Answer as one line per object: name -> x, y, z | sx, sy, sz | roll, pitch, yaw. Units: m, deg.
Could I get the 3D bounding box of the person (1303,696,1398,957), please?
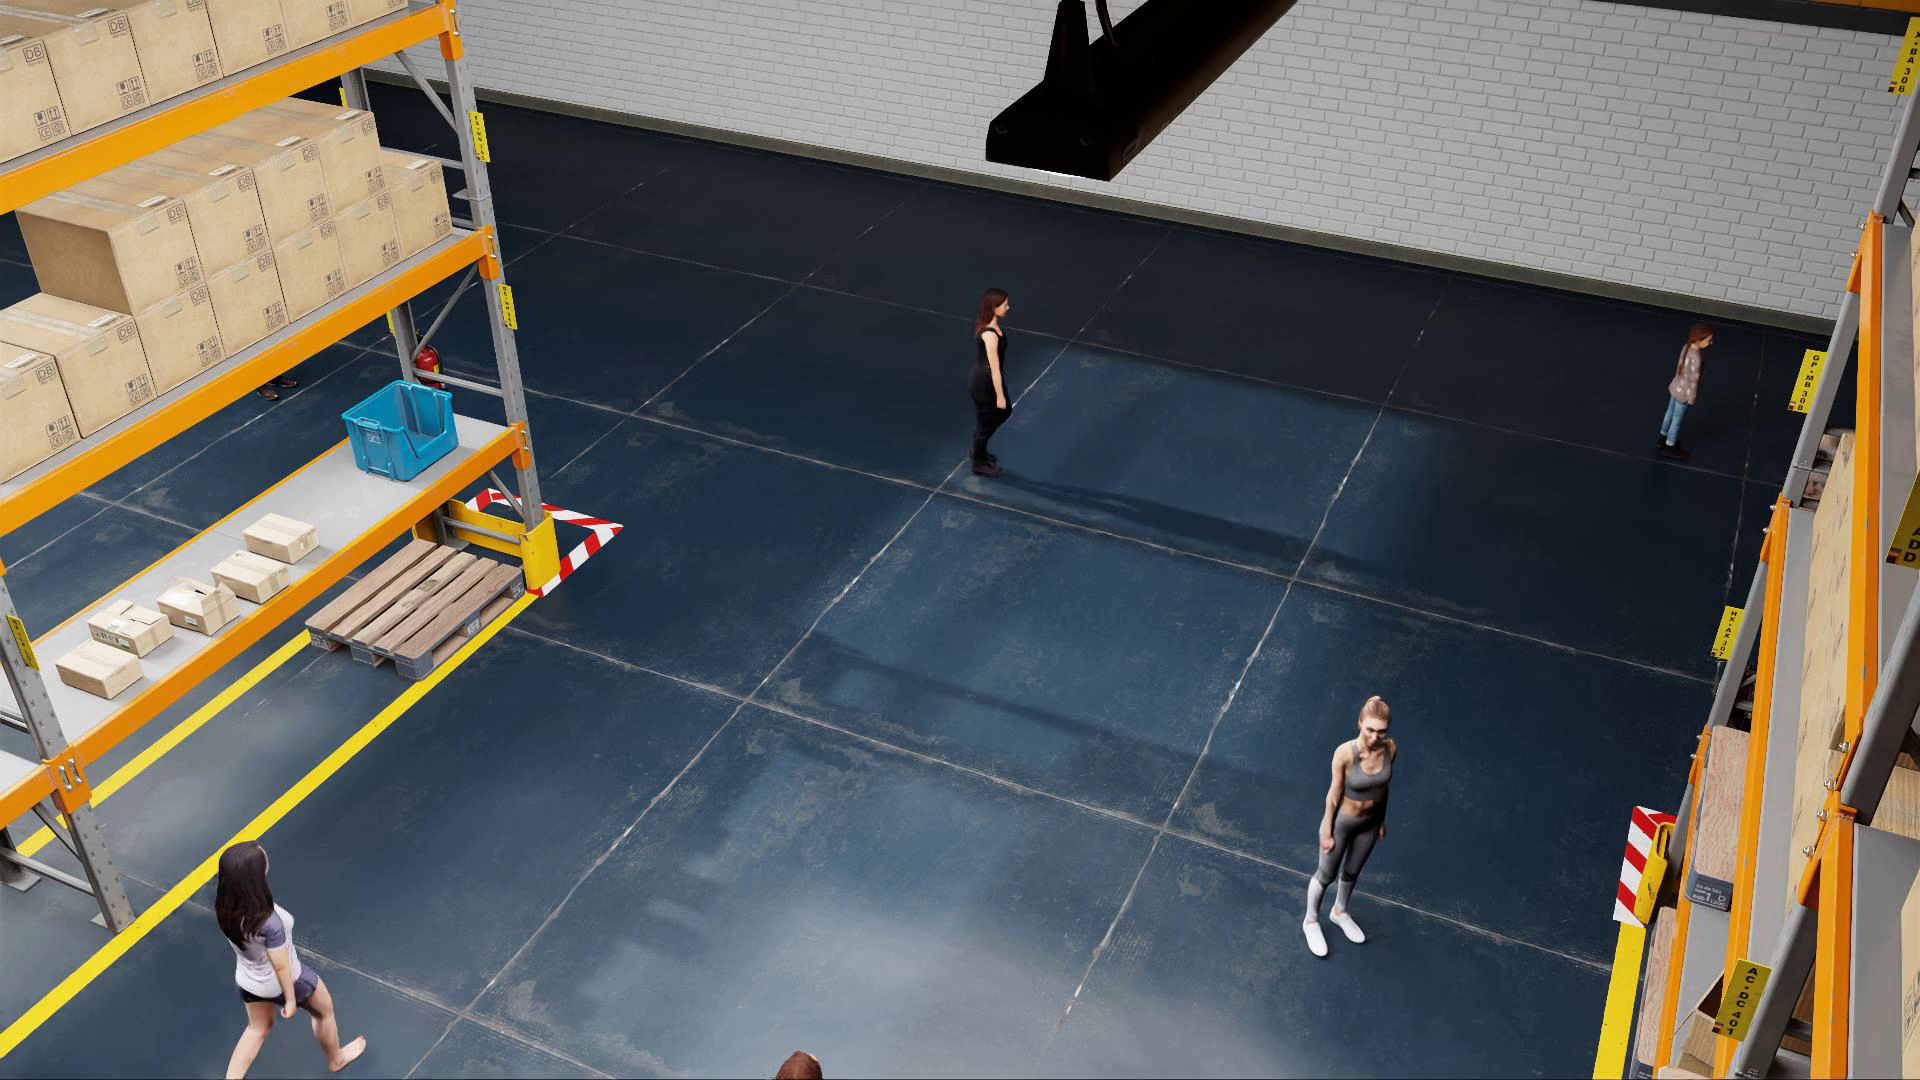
person -> 2.154, 1.556, 9.149 | 0.629, 1.705, 0.690 | -12, 35, -17

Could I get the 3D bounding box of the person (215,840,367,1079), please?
person -> -3.470, 2.196, 8.208 | 0.623, 1.680, 1.023 | 17, 37, 24

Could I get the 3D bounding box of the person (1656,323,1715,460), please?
person -> 6.027, -1.261, 13.849 | 0.606, 1.193, 0.502 | 2, 34, 3

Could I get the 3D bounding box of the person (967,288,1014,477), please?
person -> 0.149, -1.247, 13.389 | 0.757, 1.680, 0.659 | 1, 34, 2
